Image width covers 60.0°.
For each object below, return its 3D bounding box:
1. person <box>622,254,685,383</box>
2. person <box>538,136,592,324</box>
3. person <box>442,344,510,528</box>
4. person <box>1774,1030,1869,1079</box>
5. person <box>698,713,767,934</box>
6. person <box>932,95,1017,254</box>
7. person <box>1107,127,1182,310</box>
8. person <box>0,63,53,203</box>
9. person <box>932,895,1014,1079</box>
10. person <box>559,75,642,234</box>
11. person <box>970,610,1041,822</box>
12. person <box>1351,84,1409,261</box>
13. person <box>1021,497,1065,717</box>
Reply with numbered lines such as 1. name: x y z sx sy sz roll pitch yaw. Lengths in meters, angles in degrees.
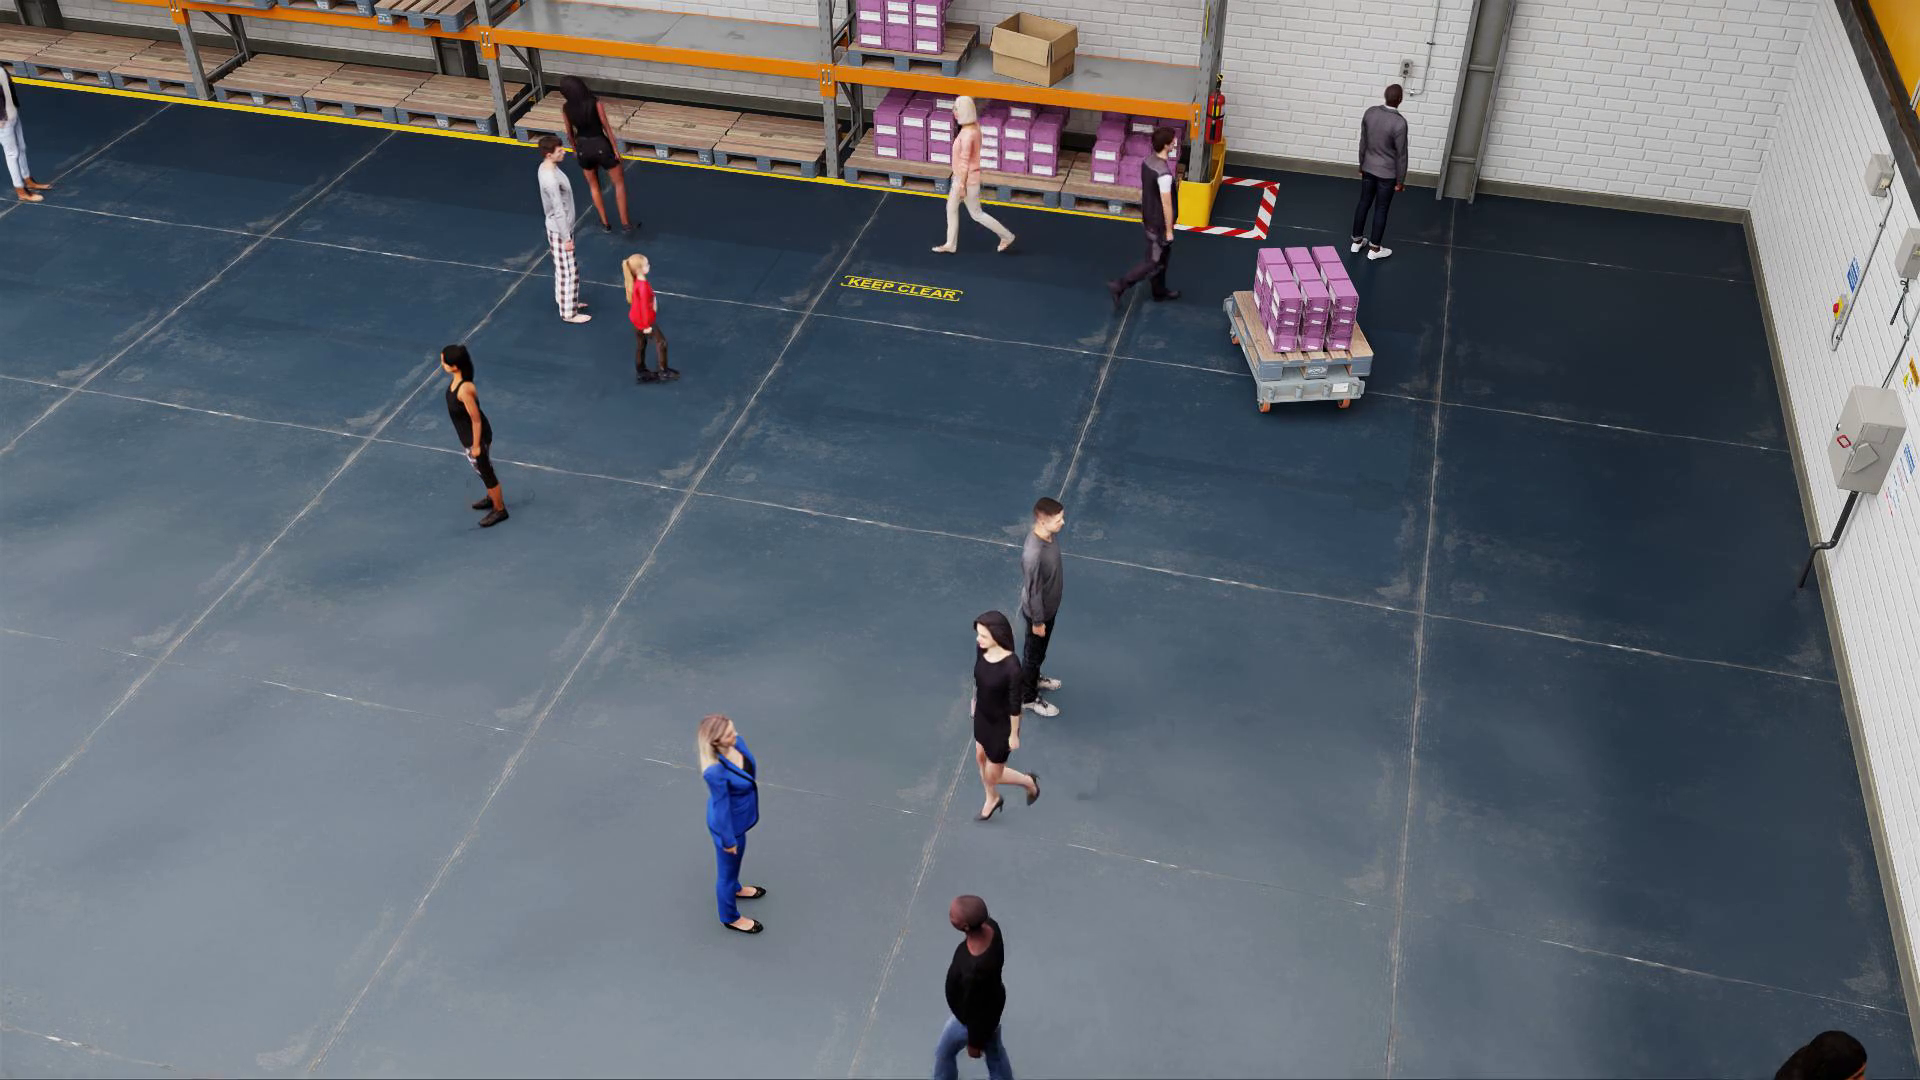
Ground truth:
1. person: -2.876 -1.959 14.865 0.758 1.272 0.684 -14 41 -17
2. person: -3.754 -2.932 15.622 0.719 1.847 0.715 -10 40 -12
3. person: -3.846 -0.857 13.170 0.695 1.664 0.657 -16 41 -19
4. person: 4.024 2.961 8.300 1.136 1.775 0.902 27 46 30
5. person: -1.391 1.670 9.977 0.621 1.700 0.664 1 39 1
6. person: 0.168 -3.595 16.576 1.138 1.692 0.764 0 39 0
7. person: 1.788 -3.000 15.718 1.137 1.832 0.947 -8 39 -10
8. person: -10.130 -4.502 17.596 0.665 1.836 0.720 -4 39 -4
9. person: 0.175 2.526 8.881 0.845 1.730 0.616 11 40 13
10. person: -3.702 -3.898 16.956 0.643 1.691 0.922 7 39 9
11. person: 0.307 1.143 10.568 0.874 1.787 0.816 -21 43 -24
12. person: 4.179 -3.674 16.573 0.864 1.821 0.761 -27 46 -29
13. person: 0.551 0.434 11.472 0.558 1.766 0.633 6 39 8
